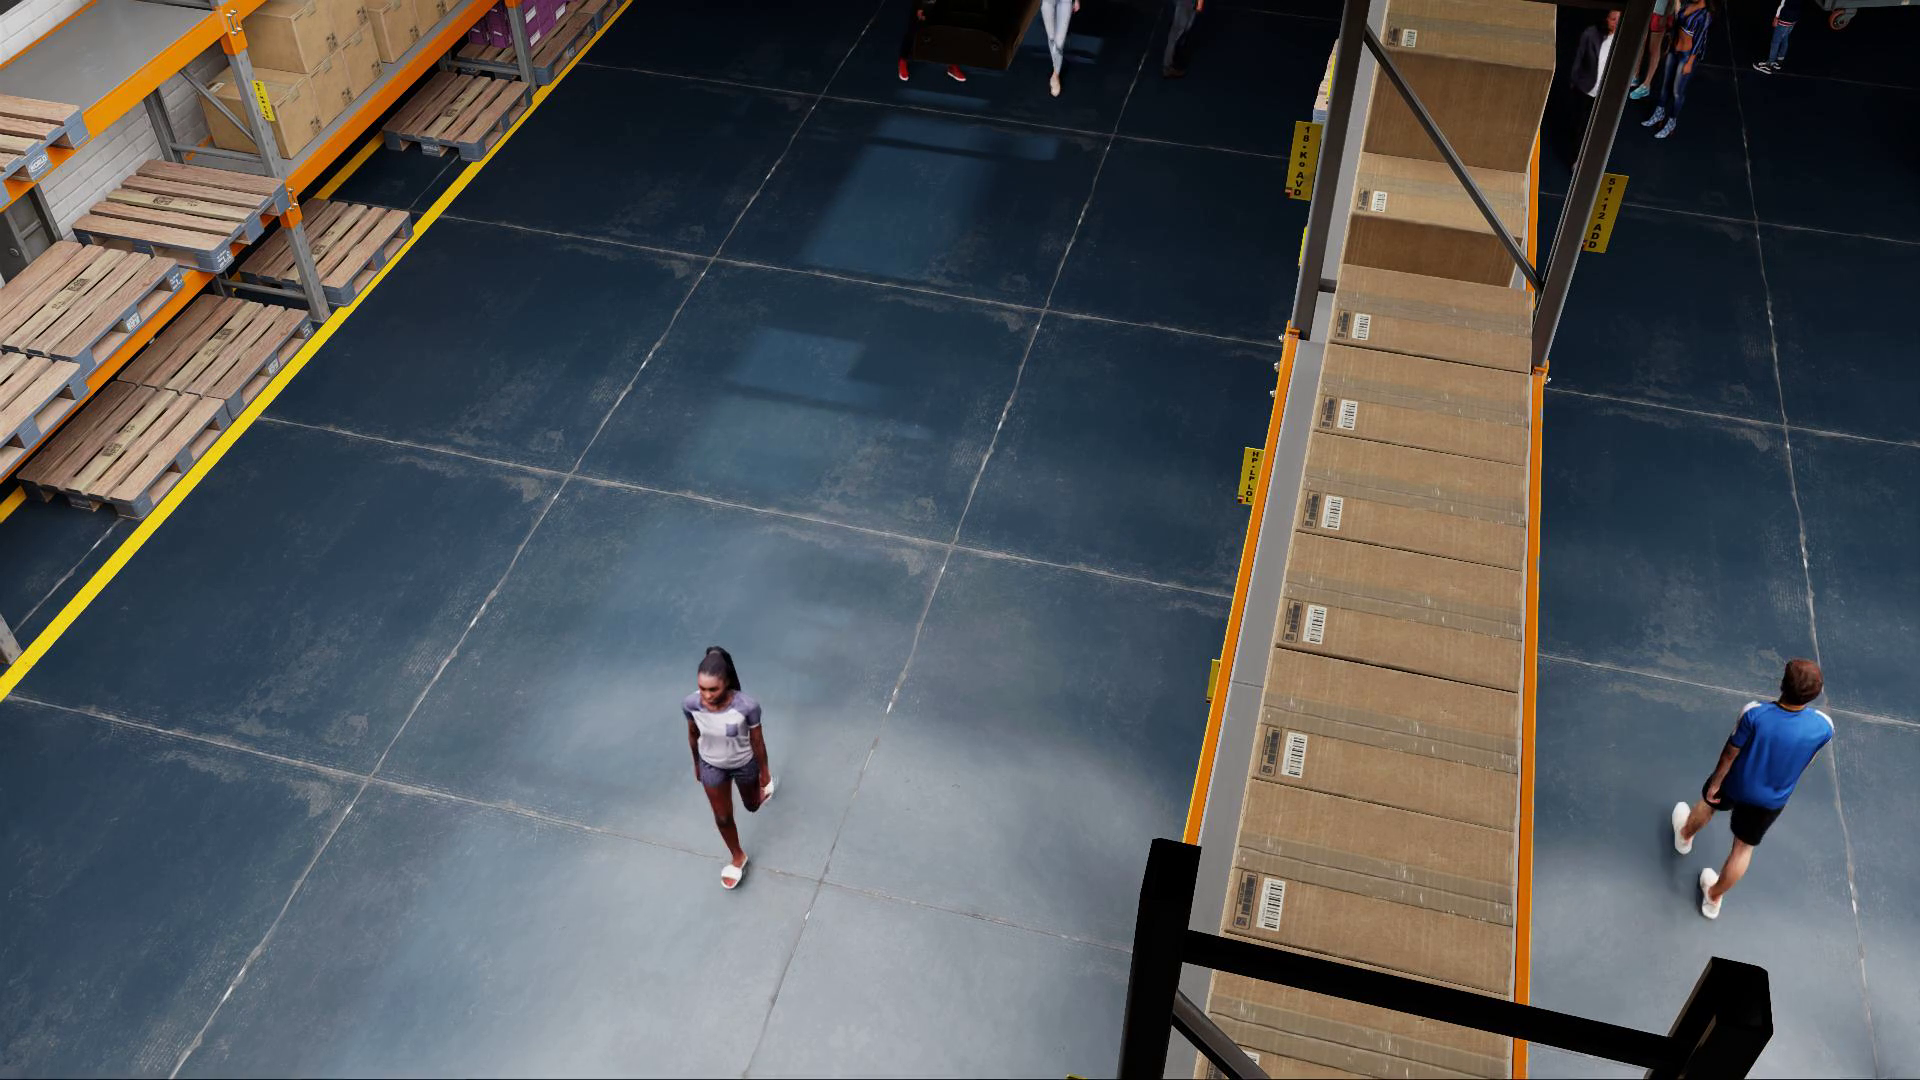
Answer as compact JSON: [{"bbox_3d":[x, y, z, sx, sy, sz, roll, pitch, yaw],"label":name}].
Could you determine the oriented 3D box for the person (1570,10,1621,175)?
[{"bbox_3d":[5.911,-4.242,15.390,0.811,1.580,1.079,0,44,0],"label":"person"}]

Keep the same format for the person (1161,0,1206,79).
[{"bbox_3d":[2.131,-5.450,16.528,0.899,1.759,0.814,-13,45,-13],"label":"person"}]

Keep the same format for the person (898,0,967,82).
[{"bbox_3d":[-0.252,-5.323,16.479,0.934,1.644,0.939,-12,45,-12],"label":"person"}]

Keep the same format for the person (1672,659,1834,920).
[{"bbox_3d":[4.425,1.437,9.240,0.660,1.841,0.966,12,45,12],"label":"person"}]

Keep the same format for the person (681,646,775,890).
[{"bbox_3d":[-1.292,1.231,9.556,0.716,1.703,1.004,4,44,5],"label":"person"}]

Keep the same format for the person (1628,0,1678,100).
[{"bbox_3d":[6.823,-5.197,16.259,0.732,1.765,0.645,-12,45,-13],"label":"person"}]

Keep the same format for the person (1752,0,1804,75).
[{"bbox_3d":[8.359,-5.318,16.780,0.561,1.222,0.642,-28,50,-26],"label":"person"}]

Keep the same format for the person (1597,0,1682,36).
[{"bbox_3d":[7.292,-5.964,17.140,1.055,1.660,1.183,34,53,30],"label":"person"}]

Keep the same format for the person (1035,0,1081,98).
[{"bbox_3d":[0.964,-5.329,16.387,0.620,1.780,0.709,10,44,10],"label":"person"}]

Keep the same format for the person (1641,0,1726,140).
[{"bbox_3d":[6.839,-4.587,15.718,0.748,1.628,0.635,-9,44,-9],"label":"person"}]
